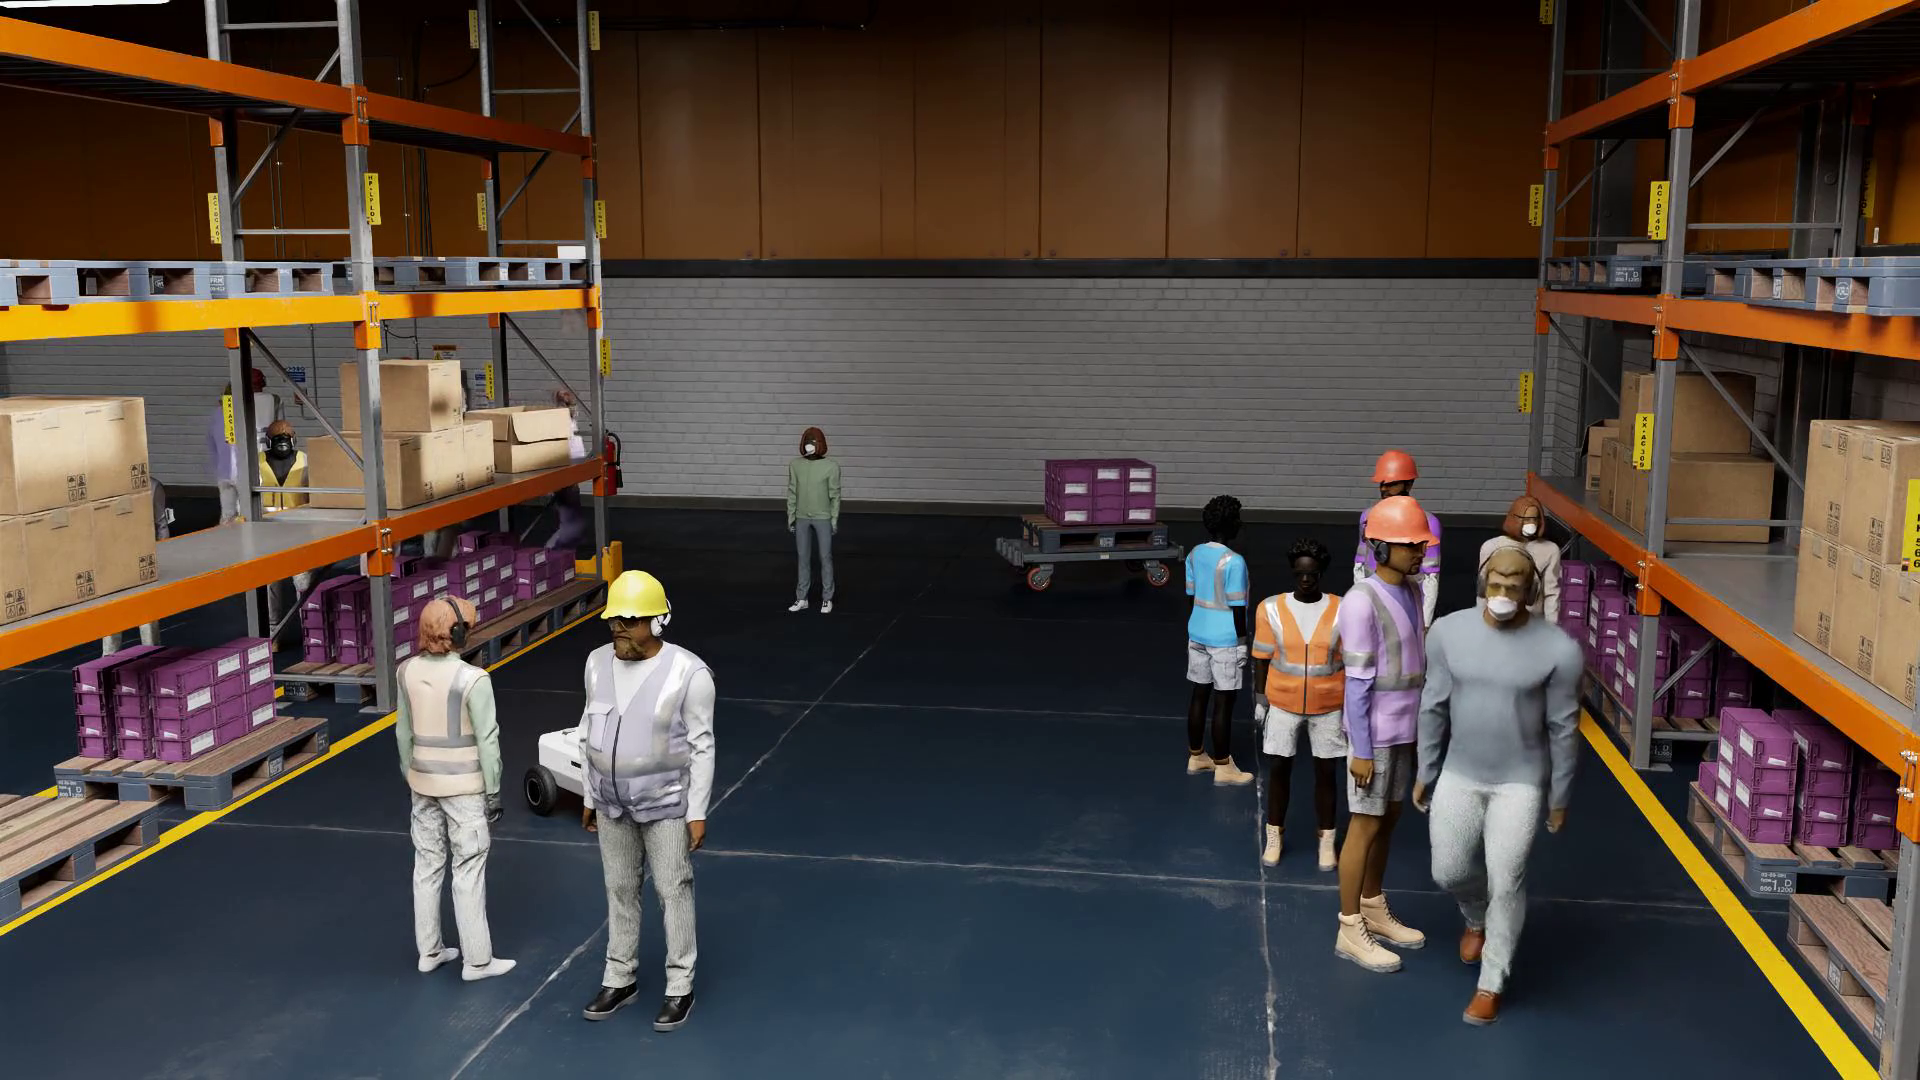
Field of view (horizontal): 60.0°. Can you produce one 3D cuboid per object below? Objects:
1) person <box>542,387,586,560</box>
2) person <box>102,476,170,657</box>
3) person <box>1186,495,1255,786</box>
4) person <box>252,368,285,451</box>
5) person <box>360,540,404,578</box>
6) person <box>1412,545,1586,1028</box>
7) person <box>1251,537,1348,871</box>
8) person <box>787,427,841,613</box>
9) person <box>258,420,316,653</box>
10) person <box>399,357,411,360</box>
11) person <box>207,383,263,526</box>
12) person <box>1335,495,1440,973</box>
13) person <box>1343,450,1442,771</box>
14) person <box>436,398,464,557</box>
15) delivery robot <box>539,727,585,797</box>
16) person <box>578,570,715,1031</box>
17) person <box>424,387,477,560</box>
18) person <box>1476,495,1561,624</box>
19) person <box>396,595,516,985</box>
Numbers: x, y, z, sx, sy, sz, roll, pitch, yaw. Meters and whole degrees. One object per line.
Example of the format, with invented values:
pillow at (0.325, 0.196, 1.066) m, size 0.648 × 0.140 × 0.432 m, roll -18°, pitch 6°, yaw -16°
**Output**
person at (-3.805, -0.535, 16.016) m, size 0.469 × 1.884 × 0.668 m, roll -1°, pitch 9°, yaw -5°
person at (-6.033, 0.142, 12.010) m, size 0.603 × 1.830 × 0.404 m, roll -3°, pitch 10°, yaw -18°
person at (1.516, 0.582, 9.718) m, size 0.318 × 1.696 × 0.525 m, roll -4°, pitch 10°, yaw -26°
person at (-7.988, -1.020, 19.011) m, size 0.355 × 1.887 × 0.573 m, roll 9°, pitch 13°, yaw 44°
person at (-5.096, -0.374, 14.694) m, size 0.383 × 1.993 × 0.622 m, roll 7°, pitch 12°, yaw 38°
person at (2.171, 0.956, 6.707) m, size 0.641 × 1.925 × 0.560 m, roll 6°, pitch 11°, yaw 32°
person at (1.720, 0.818, 8.300) m, size 0.537 × 1.690 × 0.322 m, roll 2°, pitch 9°, yaw 12°
person at (-1.286, -0.175, 14.571) m, size 0.497 × 1.636 × 0.281 m, roll 3°, pitch 10°, yaw 16°
person at (-5.296, -0.026, 13.068) m, size 0.618 × 1.836 × 0.430 m, roll -3°, pitch 10°, yaw -19°
person at (-6.762, -1.276, 20.439) m, size 0.367 × 1.934 × 0.553 m, roll 5°, pitch 11°, yaw 30°
person at (-6.976, -0.599, 16.340) m, size 0.659 × 1.908 × 0.836 m, roll 3°, pitch 10°, yaw 20°
person at (1.854, 0.819, 7.186) m, size 0.372 × 2.042 × 0.614 m, roll 7°, pitch 11°, yaw 35°
person at (2.578, 0.426, 9.938) m, size 0.548 × 1.938 × 0.358 m, roll 9°, pitch 13°, yaw 43°
person at (-4.723, -0.518, 15.712) m, size 0.628 × 1.943 × 0.972 m, roll 5°, pitch 10°, yaw 26°
delivery robot at (-1.996, 1.206, 9.093) m, size 0.477 × 0.478 × 0.707 m, roll -9°, pitch 13°, yaw -43°
person at (-1.258, 1.022, 6.583) m, size 0.588 × 1.834 × 0.403 m, roll 3°, pitch 10°, yaw 20°
person at (-4.984, -0.566, 16.163) m, size 0.553 × 1.898 × 0.732 m, roll -6°, pitch 11°, yaw -31°
person at (3.435, 0.531, 10.269) m, size 0.501 × 1.629 × 0.284 m, roll 0°, pitch 9°, yaw 3°
person at (-2.144, 1.049, 7.015) m, size 0.523 × 1.638 × 0.310 m, roll 5°, pitch 10°, yaw 26°
